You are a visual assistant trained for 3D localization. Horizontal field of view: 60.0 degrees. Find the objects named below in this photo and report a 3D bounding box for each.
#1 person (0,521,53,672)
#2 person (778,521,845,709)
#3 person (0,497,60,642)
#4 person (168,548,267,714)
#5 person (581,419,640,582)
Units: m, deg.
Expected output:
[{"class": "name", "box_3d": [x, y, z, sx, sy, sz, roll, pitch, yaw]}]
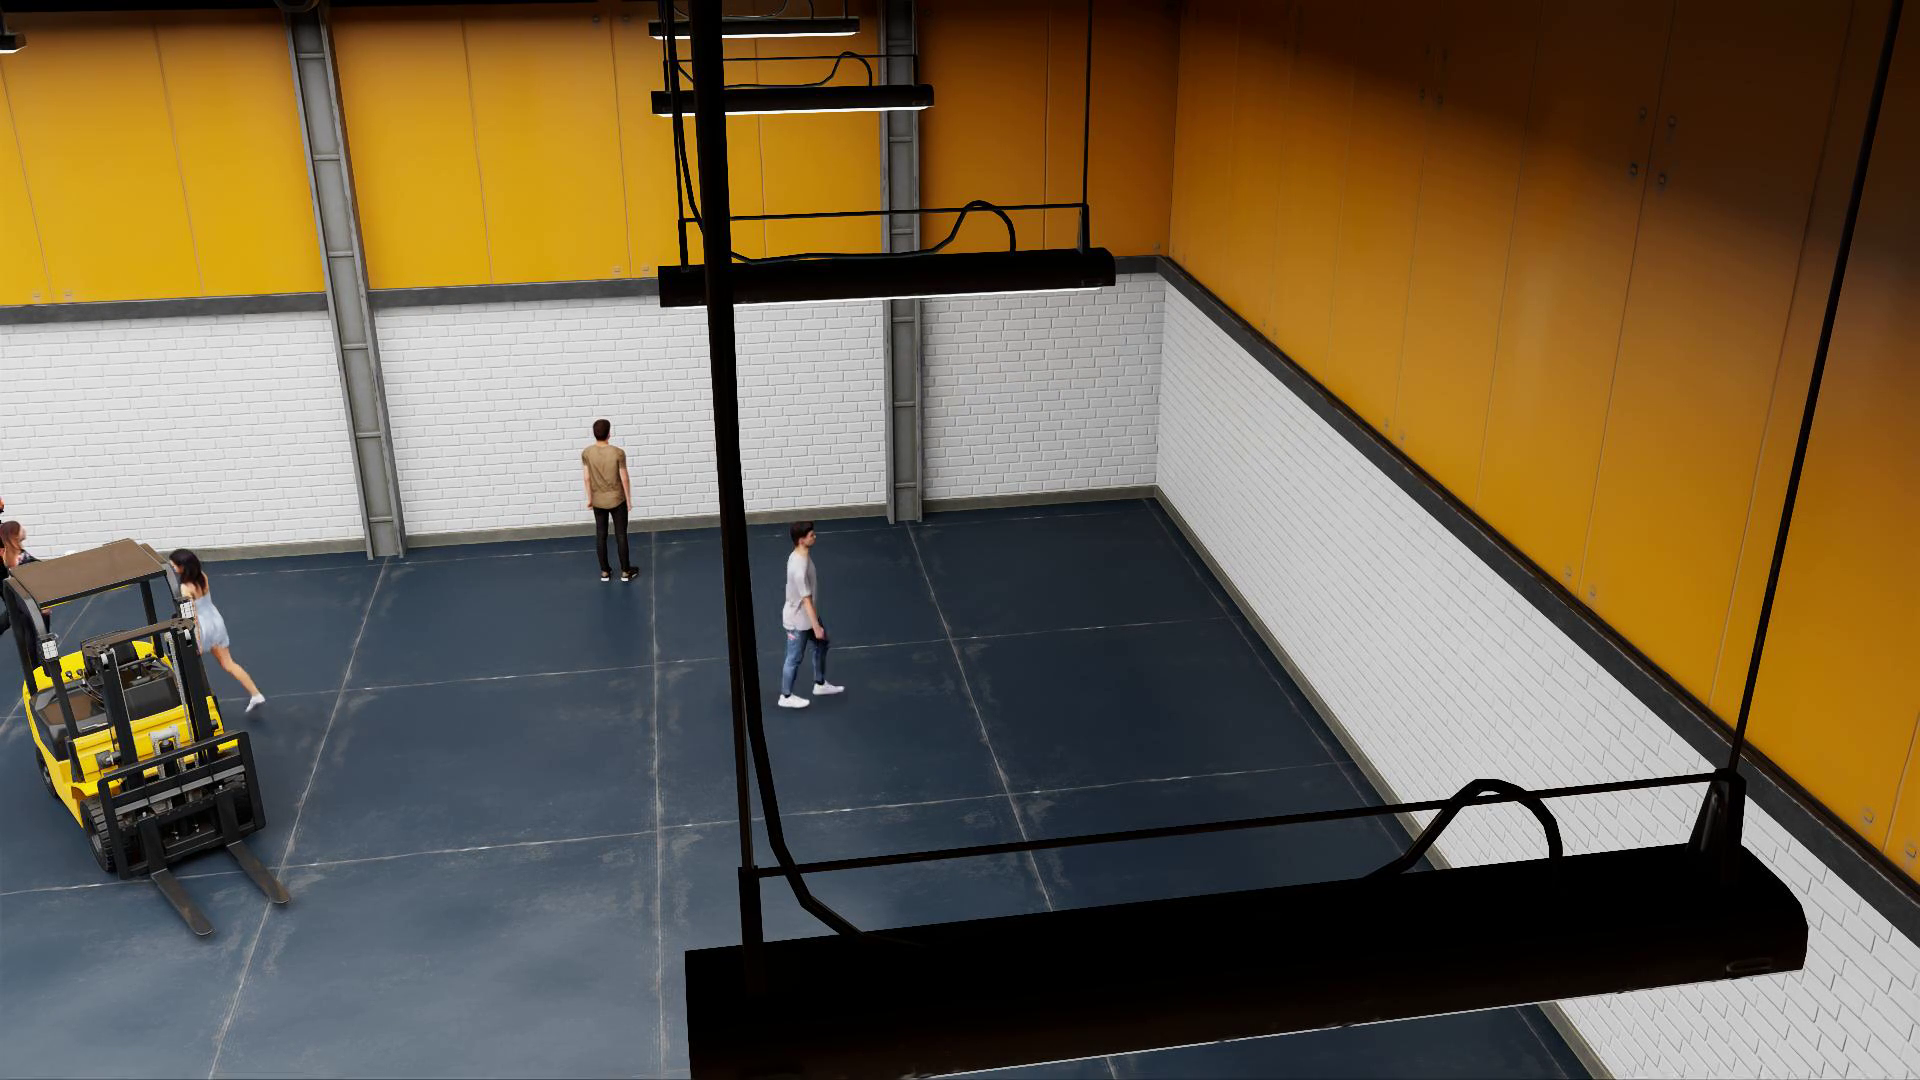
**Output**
[{"class": "person", "box_3d": [-8.950, 0.597, 16.001, 0.644, 1.682, 0.704, 16, 28, 32]}, {"class": "person", "box_3d": [-1.564, 0.712, 15.507, 0.906, 1.866, 0.782, 1, 24, 3]}, {"class": "person", "box_3d": [-9.512, 0.384, 16.423, 1.106, 1.734, 0.908, -18, 29, -35]}, {"class": "person", "box_3d": [-6.888, 0.875, 15.361, 1.189, 1.685, 0.829, 4, 24, 9]}, {"class": "person", "box_3d": [-3.840, -0.437, 18.154, 0.625, 1.851, 0.790, 3, 24, 7]}]
